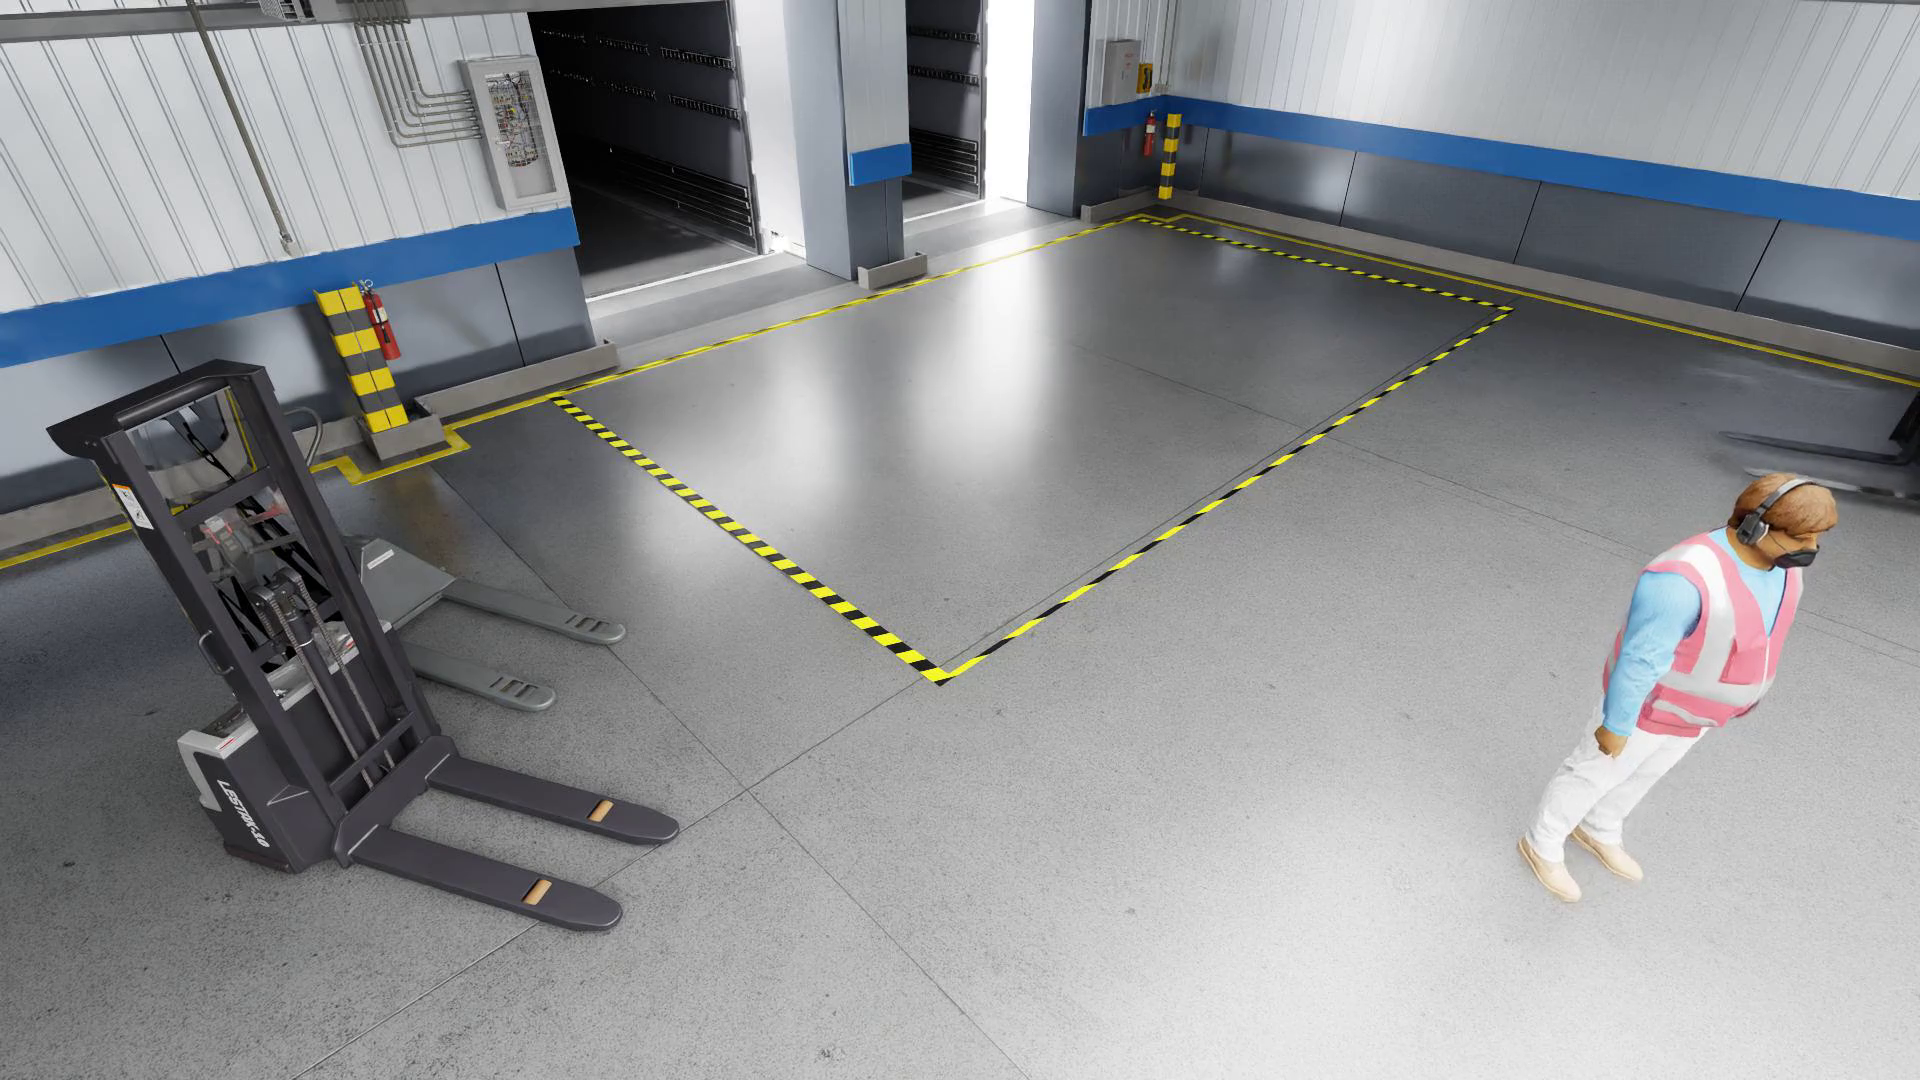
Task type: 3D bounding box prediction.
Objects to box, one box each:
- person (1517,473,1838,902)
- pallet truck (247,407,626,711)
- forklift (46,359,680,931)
[{"bbox_3d":[2.522,0.573,3.271,0.636,1.840,0.429,-13,36,-18],"label":"person"},{"bbox_3d":[-2.628,0.038,4.590,1.601,1.201,0.680,12,36,18],"label":"pallet truck"},{"bbox_3d":[-2.135,0.422,3.354,1.885,1.965,0.823,10,35,14],"label":"forklift"}]
